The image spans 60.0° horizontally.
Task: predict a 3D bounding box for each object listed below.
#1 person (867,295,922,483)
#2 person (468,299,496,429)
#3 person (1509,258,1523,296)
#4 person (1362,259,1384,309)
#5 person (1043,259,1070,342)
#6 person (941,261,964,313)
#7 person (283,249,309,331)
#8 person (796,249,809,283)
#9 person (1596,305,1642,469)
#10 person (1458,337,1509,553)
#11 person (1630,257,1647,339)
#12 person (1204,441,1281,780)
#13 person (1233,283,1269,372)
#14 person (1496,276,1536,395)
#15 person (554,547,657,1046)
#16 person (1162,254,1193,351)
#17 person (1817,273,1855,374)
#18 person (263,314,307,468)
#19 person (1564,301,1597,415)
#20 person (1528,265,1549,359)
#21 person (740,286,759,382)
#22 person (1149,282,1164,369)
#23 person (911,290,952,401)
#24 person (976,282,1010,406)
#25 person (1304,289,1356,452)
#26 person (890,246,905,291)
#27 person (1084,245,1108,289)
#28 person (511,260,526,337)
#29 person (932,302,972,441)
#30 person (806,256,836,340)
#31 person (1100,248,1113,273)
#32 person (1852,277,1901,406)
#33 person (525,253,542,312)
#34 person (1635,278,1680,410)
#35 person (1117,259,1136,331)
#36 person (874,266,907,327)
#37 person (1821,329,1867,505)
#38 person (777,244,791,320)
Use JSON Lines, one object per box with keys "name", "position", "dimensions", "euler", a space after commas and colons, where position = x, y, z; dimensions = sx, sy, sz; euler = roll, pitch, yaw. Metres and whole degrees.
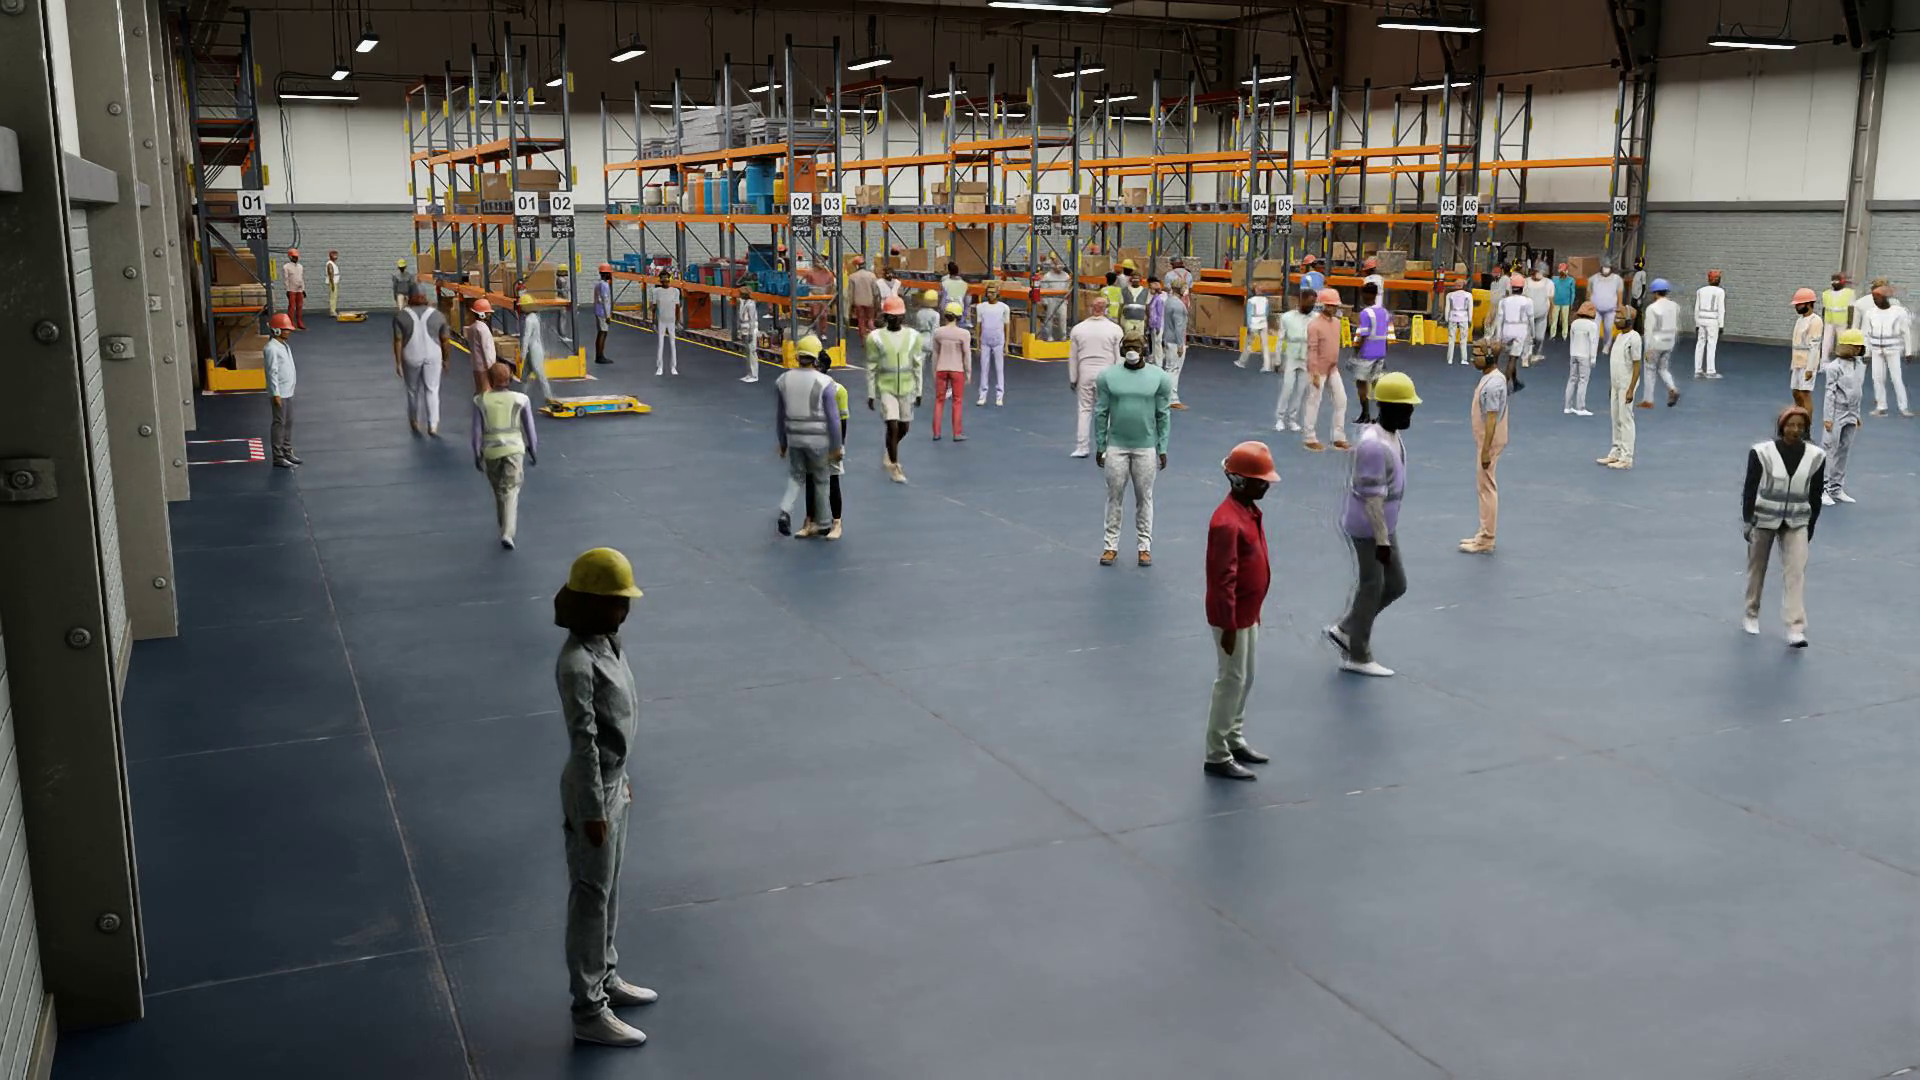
{"name": "person", "position": [-0.731, -1.652, 18.006], "dimensions": [0.620, 2.020, 0.822], "euler": [-4, 12, -20]}
{"name": "person", "position": [-6.251, -2.286, 21.878], "dimensions": [0.330, 1.751, 0.564], "euler": [-8, 13, -34]}
{"name": "person", "position": [12.467, -5.386, 37.354], "dimensions": [0.329, 1.868, 0.512], "euler": [9, 14, 38]}
{"name": "person", "position": [8.666, -4.934, 34.946], "dimensions": [0.584, 1.911, 0.684], "euler": [-7, 13, -32]}
{"name": "person", "position": [2.151, -5.302, 36.960], "dimensions": [0.660, 1.860, 1.020], "euler": [-3, 11, -14]}
{"name": "person", "position": [-0.145, -4.978, 35.267], "dimensions": [0.508, 1.872, 0.329], "euler": [4, 12, 18]}
{"name": "person", "position": [-16.299, -6.128, 40.788], "dimensions": [0.375, 1.997, 0.612], "euler": [5, 12, 22]}
{"name": "person", "position": [-5.010, -8.261, 52.284], "dimensions": [0.575, 1.739, 0.348], "euler": [-2, 11, -9]}
{"name": "person", "position": [7.477, -1.721, 18.772], "dimensions": [0.329, 1.844, 0.517], "euler": [0, 11, -2]}
{"name": "person", "position": [4.465, -0.801, 14.126], "dimensions": [0.348, 1.838, 0.504], "euler": [3, 12, 15]}
{"name": "person", "position": [15.482, -5.525, 38.048], "dimensions": [0.328, 1.872, 0.510], "euler": [0, 11, 0]}
{"name": "person", "position": [1.441, 0.356, 8.493], "dimensions": [0.354, 1.737, 0.577], "euler": [5, 12, 22]}
{"name": "person", "position": [5.372, -3.868, 30.328], "dimensions": [0.521, 1.593, 0.879], "euler": [-5, 12, -25]}
{"name": "person", "position": [8.852, -3.261, 26.524], "dimensions": [0.543, 1.887, 1.018], "euler": [10, 15, 42]}
{"name": "person", "position": [-1.240, 0.881, 5.820], "dimensions": [0.302, 1.741, 0.485], "euler": [0, 11, -2]}
{"name": "person", "position": [4.496, -4.962, 34.746], "dimensions": [0.684, 2.000, 0.535], "euler": [-6, 13, -29]}
{"name": "person", "position": [15.752, -3.886, 29.856], "dimensions": [0.790, 1.818, 0.580], "euler": [-10, 15, -41]}
{"name": "person", "position": [-7.689, -1.697, 18.921], "dimensions": [0.346, 1.744, 0.566], "euler": [0, 11, -2]}
{"name": "person", "position": [8.906, -2.597, 23.796], "dimensions": [0.289, 1.626, 0.498], "euler": [-4, 12, -21]}
{"name": "person", "position": [11.406, -4.499, 32.827], "dimensions": [0.349, 1.876, 0.580], "euler": [9, 14, 37]}
{"name": "person", "position": [-3.600, -3.520, 28.446], "dimensions": [0.310, 1.638, 0.522], "euler": [-3, 12, -15]}
{"name": "person", "position": [3.558, -3.857, 30.180], "dimensions": [0.315, 1.634, 0.519], "euler": [-1, 11, -7]}
{"name": "person", "position": [-0.458, -3.001, 25.664], "dimensions": [0.498, 1.697, 0.869], "euler": [8, 14, 36]}
{"name": "person", "position": [0.489, -2.919, 24.861], "dimensions": [0.506, 1.846, 0.349], "euler": [2, 11, 12]}
{"name": "person", "position": [4.458, -2.014, 19.942], "dimensions": [0.665, 1.967, 0.784], "euler": [-9, 15, -40]}
{"name": "person", "position": [-1.780, -7.002, 45.282], "dimensions": [0.617, 1.995, 1.045], "euler": [-2, 11, -11]}
{"name": "person", "position": [3.703, -6.918, 44.792], "dimensions": [0.613, 2.008, 0.943], "euler": [-4, 12, -19]}
{"name": "person", "position": [-10.321, -5.711, 38.846], "dimensions": [0.379, 1.923, 0.595], "euler": [8, 14, 35]}
{"name": "person", "position": [-0.104, -2.131, 21.109], "dimensions": [0.536, 1.755, 0.386], "euler": [4, 12, 21]}
{"name": "person", "position": [-3.145, -5.477, 37.737], "dimensions": [0.685, 1.888, 0.439], "euler": [-4, 12, -17]}
{"name": "person", "position": [4.295, -7.752, 49.435], "dimensions": [0.587, 1.858, 0.618], "euler": [-7, 13, -30]}
{"name": "person", "position": [13.718, -2.978, 24.965], "dimensions": [0.625, 1.930, 0.380], "euler": [8, 14, 37]}
{"name": "person", "position": [-12.224, -7.347, 47.650], "dimensions": [0.589, 1.733, 0.578], "euler": [3, 11, 13]}
{"name": "person", "position": [10.224, -2.843, 24.256], "dimensions": [0.615, 1.927, 0.559], "euler": [-4, 12, -21]}
{"name": "person", "position": [3.479, -4.984, 35.214], "dimensions": [0.457, 1.912, 0.623], "euler": [1, 11, 7]}
{"name": "person", "position": [-1.399, -4.631, 33.629], "dimensions": [0.596, 1.805, 0.772], "euler": [-6, 13, -30]}
{"name": "person", "position": [8.764, -1.219, 16.485], "dimensions": [0.493, 1.743, 0.312], "euler": [-5, 12, -26]}
{"name": "person", "position": [-4.778, -6.933, 44.785], "dimensions": [0.401, 2.039, 0.608], "euler": [5, 12, 24]}
